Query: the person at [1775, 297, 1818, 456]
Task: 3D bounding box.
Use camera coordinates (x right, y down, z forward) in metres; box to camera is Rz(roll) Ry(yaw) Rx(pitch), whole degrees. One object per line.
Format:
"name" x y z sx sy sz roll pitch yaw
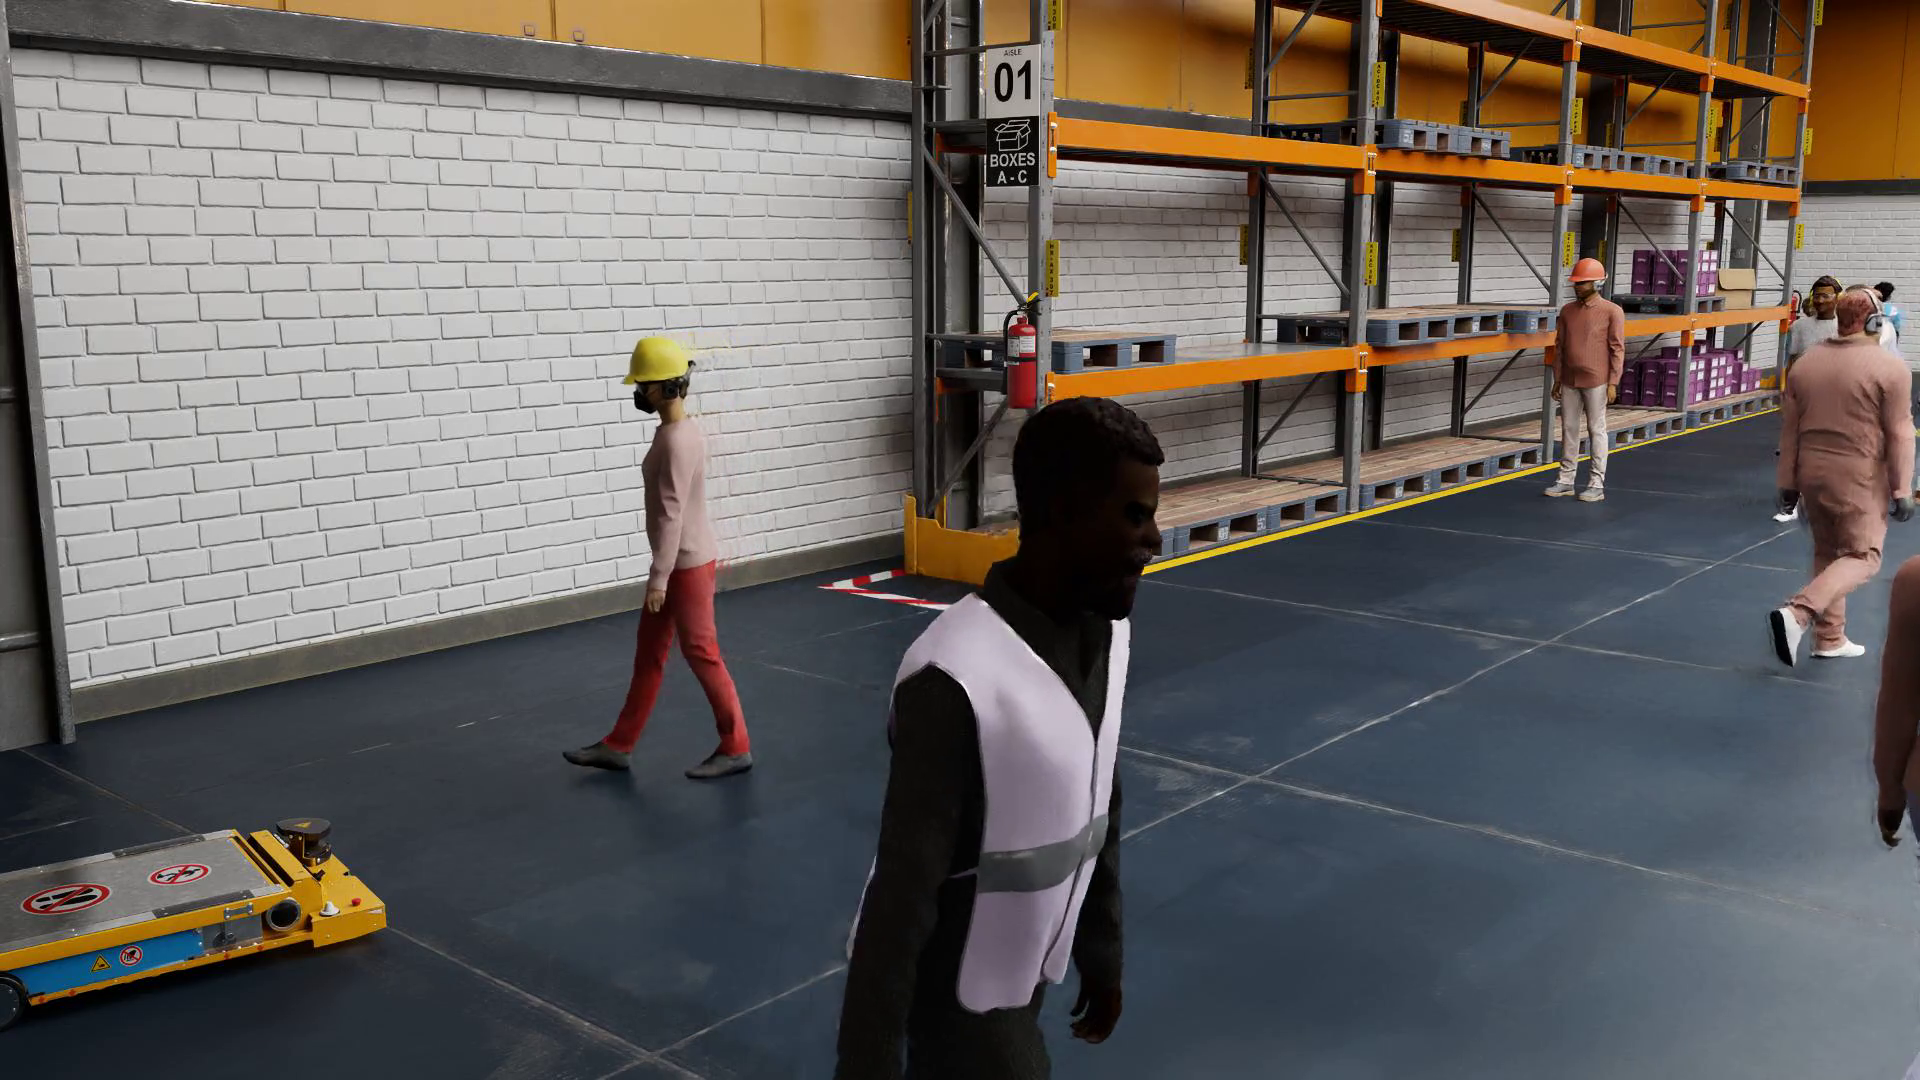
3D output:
"person" 8.345 -1.588 16.344 0.531 1.601 0.807 8 13 38

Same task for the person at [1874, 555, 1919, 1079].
"person" 2.237 0.575 3.648 0.711 1.742 0.531 -5 11 -28

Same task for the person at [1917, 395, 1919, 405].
"person" 12.079 -2.391 20.246 0.646 1.857 0.845 1 10 6

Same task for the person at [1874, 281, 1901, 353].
"person" 11.347 -2.369 20.618 0.549 1.664 0.659 4 11 23

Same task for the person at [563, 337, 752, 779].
"person" -1.166 0.090 6.419 0.743 1.728 0.548 -3 10 -14

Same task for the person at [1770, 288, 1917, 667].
"person" 4.309 -0.290 8.188 0.720 1.883 0.645 -4 11 -19

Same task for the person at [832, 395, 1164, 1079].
"person" 0.023 0.702 2.636 1.023 1.868 0.643 5 11 24

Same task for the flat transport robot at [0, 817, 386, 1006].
"flat transport robot" -2.488 1.106 4.817 1.431 0.197 0.652 -7 12 -36

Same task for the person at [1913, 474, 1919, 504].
"person" 8.158 -1.178 13.340 0.839 1.843 0.655 3 10 16

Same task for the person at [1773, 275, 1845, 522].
"person" 6.459 -1.042 12.531 0.514 1.861 0.328 8 13 37

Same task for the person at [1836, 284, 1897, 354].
"person" 6.902 -1.069 12.848 0.690 1.803 0.629 1 10 7

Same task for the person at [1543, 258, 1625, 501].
"person" 5.142 -1.315 13.705 0.394 1.990 0.618 -7 12 -33
